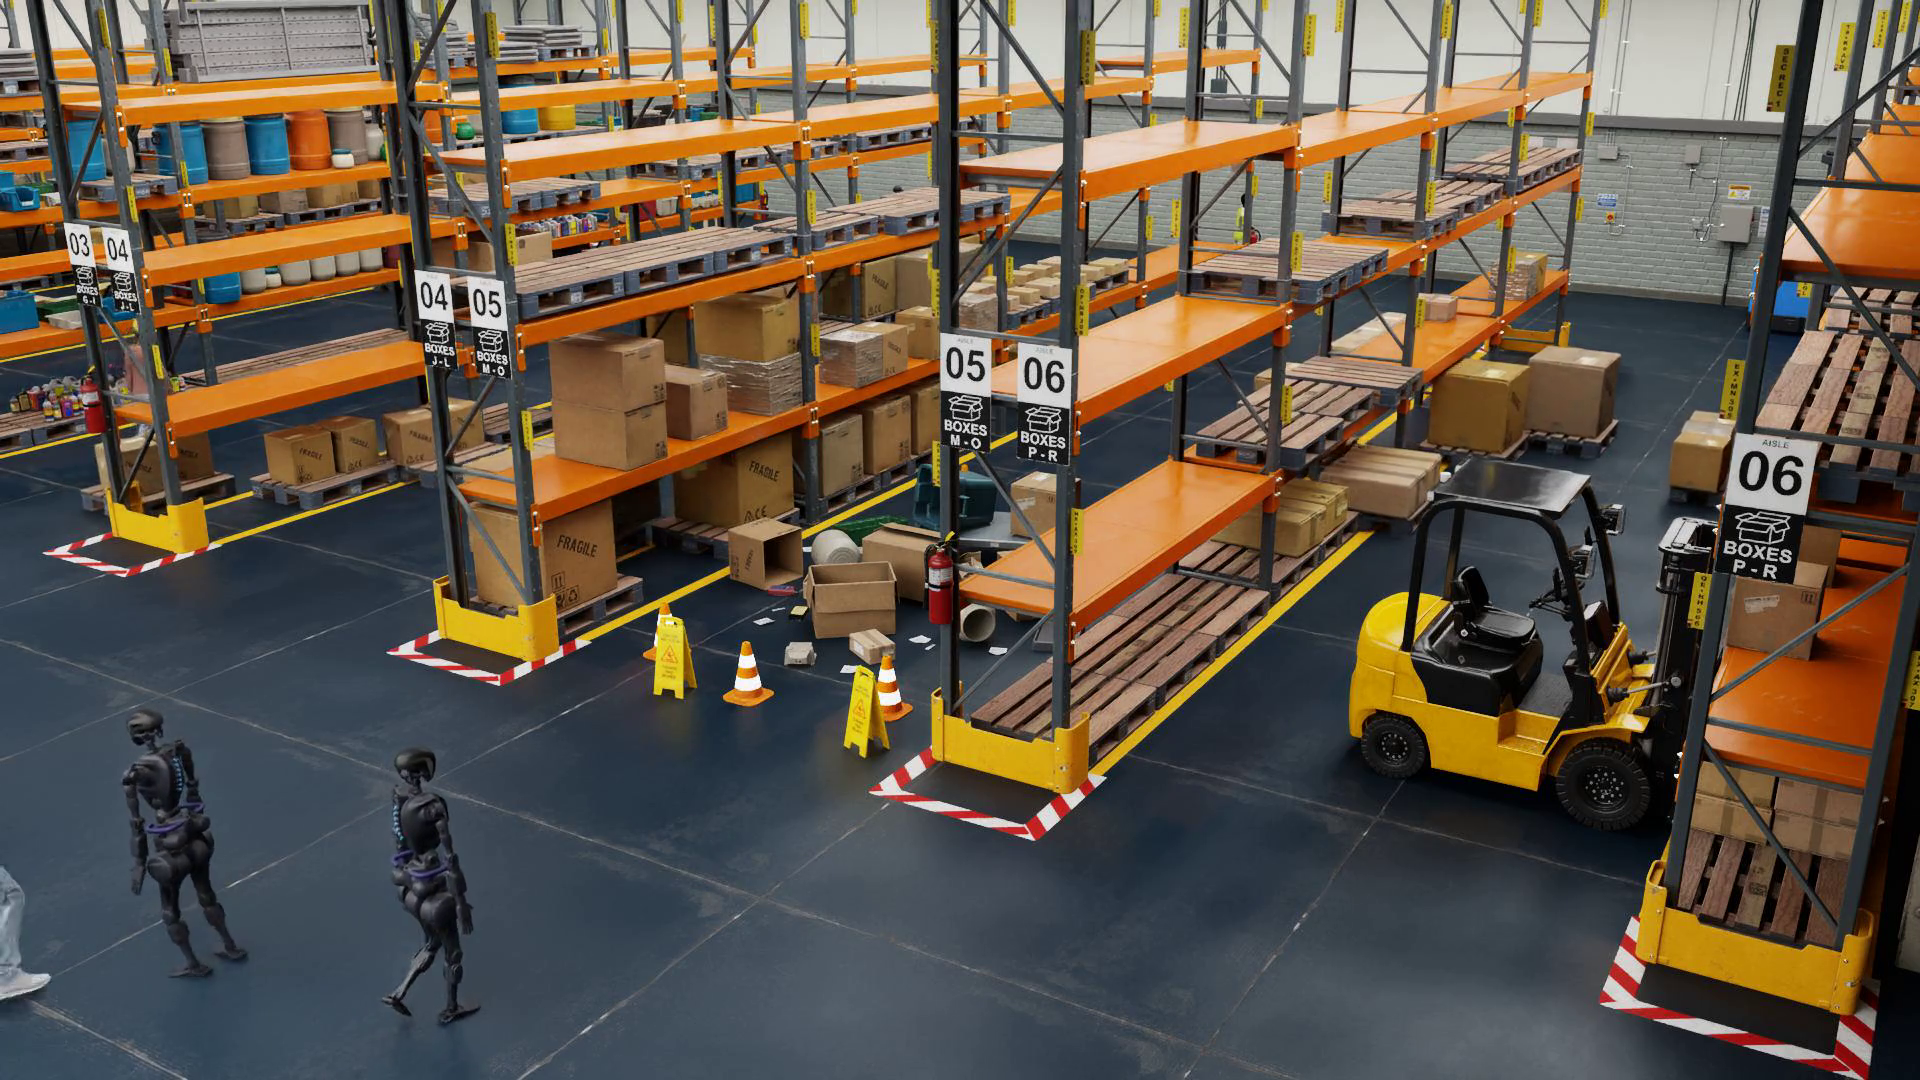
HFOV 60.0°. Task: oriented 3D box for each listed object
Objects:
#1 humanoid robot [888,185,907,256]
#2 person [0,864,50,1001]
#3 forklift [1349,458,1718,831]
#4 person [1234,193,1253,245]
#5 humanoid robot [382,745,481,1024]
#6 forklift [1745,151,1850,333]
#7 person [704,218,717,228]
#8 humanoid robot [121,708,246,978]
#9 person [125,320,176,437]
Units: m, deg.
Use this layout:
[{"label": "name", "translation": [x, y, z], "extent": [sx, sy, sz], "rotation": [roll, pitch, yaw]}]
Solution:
[{"label": "humanoid robot", "translation": [-1.179, -5.879, 31.495], "extent": [0.610, 1.623, 0.715], "rotation": [-12, 22, -31]}, {"label": "person", "translation": [-5.499, 1.710, 9.186], "extent": [0.615, 1.890, 0.653], "rotation": [8, 21, 22]}, {"label": "forklift", "translation": [3.988, 0.658, 11.776], "extent": [2.313, 2.155, 1.214], "rotation": [11, 22, 29]}, {"label": "person", "translation": [5.156, -5.483, 30.296], "extent": [0.320, 1.686, 0.538], "rotation": [-1, 19, -4]}, {"label": "humanoid robot", "translation": [-2.916, 1.891, 8.990], "extent": [0.608, 1.641, 0.465], "rotation": [16, 24, 38]}, {"label": "forklift", "translation": [13.620, -4.667, 26.137], "extent": [1.873, 2.768, 1.129], "rotation": [11, 22, 29]}, {"label": "person", "translation": [-5.242, -7.061, 34.861], "extent": [0.489, 1.688, 0.352], "rotation": [-6, 20, -17]}, {"label": "humanoid robot", "translation": [-4.450, 1.728, 9.484], "extent": [0.421, 1.637, 0.584], "rotation": [4, 19, 12]}, {"label": "person", "translation": [-9.380, -1.736, 19.400], "extent": [0.524, 1.725, 0.888], "rotation": [12, 22, 30]}]
